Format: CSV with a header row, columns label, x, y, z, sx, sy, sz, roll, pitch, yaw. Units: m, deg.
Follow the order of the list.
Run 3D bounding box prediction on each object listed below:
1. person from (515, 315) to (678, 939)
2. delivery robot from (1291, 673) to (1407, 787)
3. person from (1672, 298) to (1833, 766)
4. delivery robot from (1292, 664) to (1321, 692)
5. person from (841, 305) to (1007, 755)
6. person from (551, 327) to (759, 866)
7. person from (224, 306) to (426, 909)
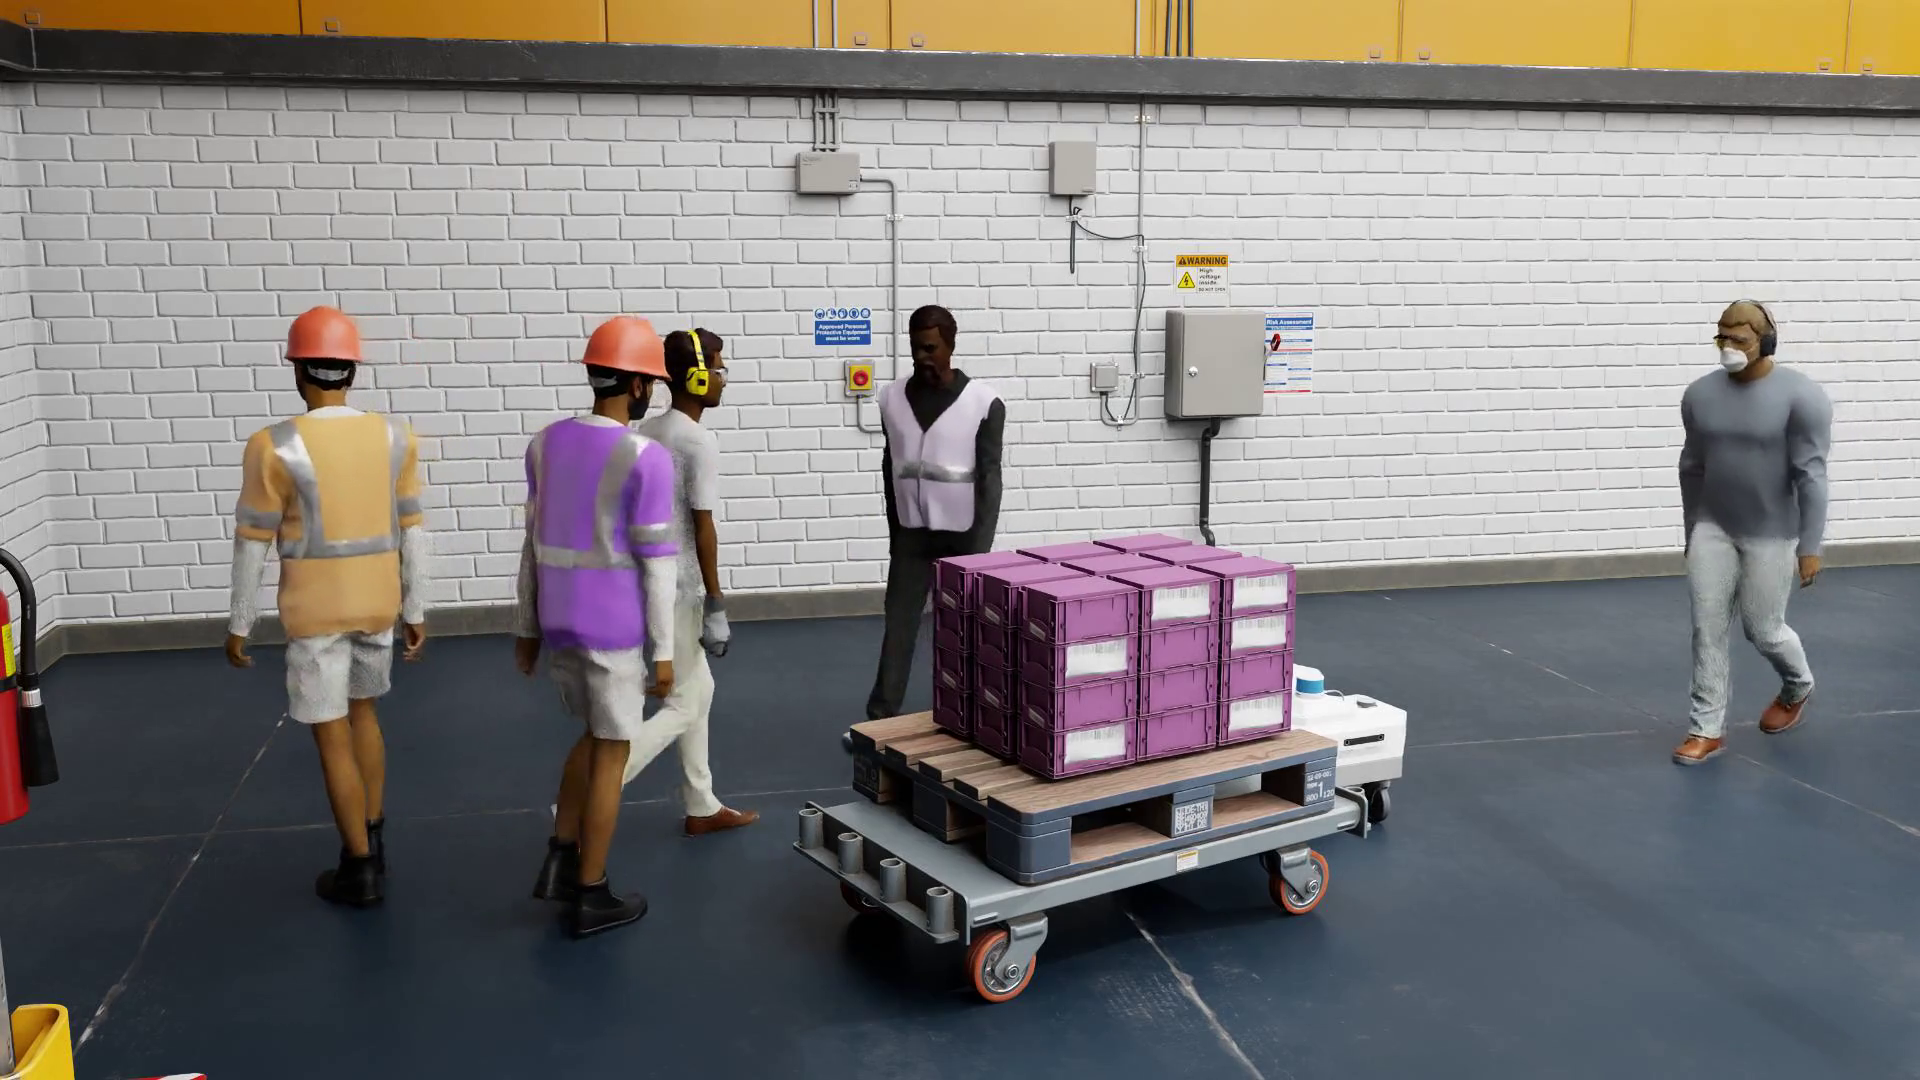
label,x,y,z,sx,sy,sz,roll,pitch,yaw
person,-1.103,0.265,5.164,0.574,1.898,0.542,6,12,32
delivery robot,1.269,0.727,6.058,0.707,0.478,0.477,-5,11,-24
person,3.280,-0.035,6.815,0.726,1.910,0.648,-7,12,-34
delivery robot,1.102,0.643,6.528,0.707,0.478,0.477,-10,14,-43
person,-0.119,-0.016,6.798,0.614,1.860,1.014,5,11,26
person,-1.052,0.201,5.711,0.771,1.844,0.511,-7,12,-34
person,-2.044,0.220,5.344,0.552,1.919,0.569,9,13,40
